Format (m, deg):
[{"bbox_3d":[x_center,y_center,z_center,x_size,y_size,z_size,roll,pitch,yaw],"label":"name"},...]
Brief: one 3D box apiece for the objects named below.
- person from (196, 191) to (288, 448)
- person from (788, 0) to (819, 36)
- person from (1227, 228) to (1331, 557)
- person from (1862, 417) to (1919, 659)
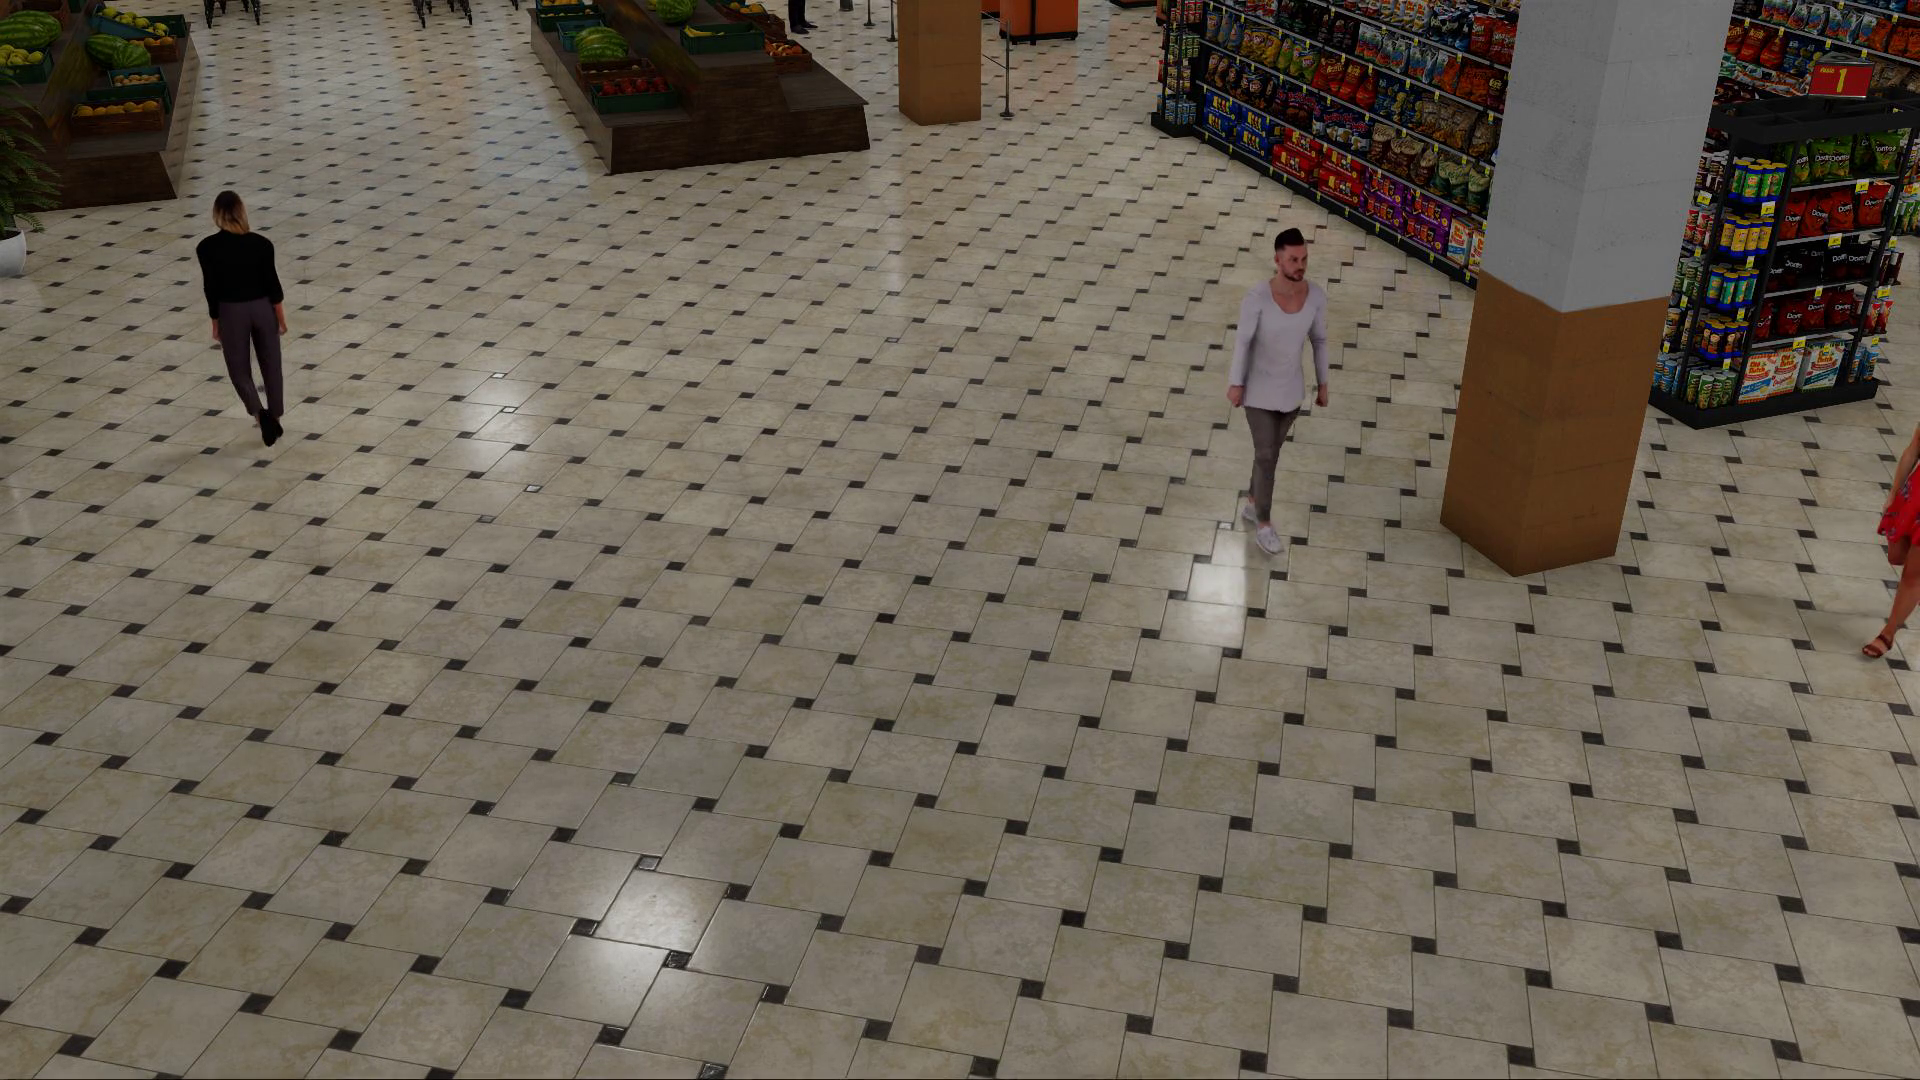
[{"bbox_3d":[-4.382,-1.300,10.250,0.653,1.651,0.892,-13,31,-22],"label":"person"},{"bbox_3d":[-2.079,-7.494,21.396,0.795,1.843,0.695,8,30,15],"label":"person"},{"bbox_3d":[1.722,-0.889,9.321,0.688,1.822,0.832,-10,30,-18],"label":"person"},{"bbox_3d":[4.869,-0.179,8.277,0.772,1.576,0.924,-19,34,-30],"label":"person"}]
